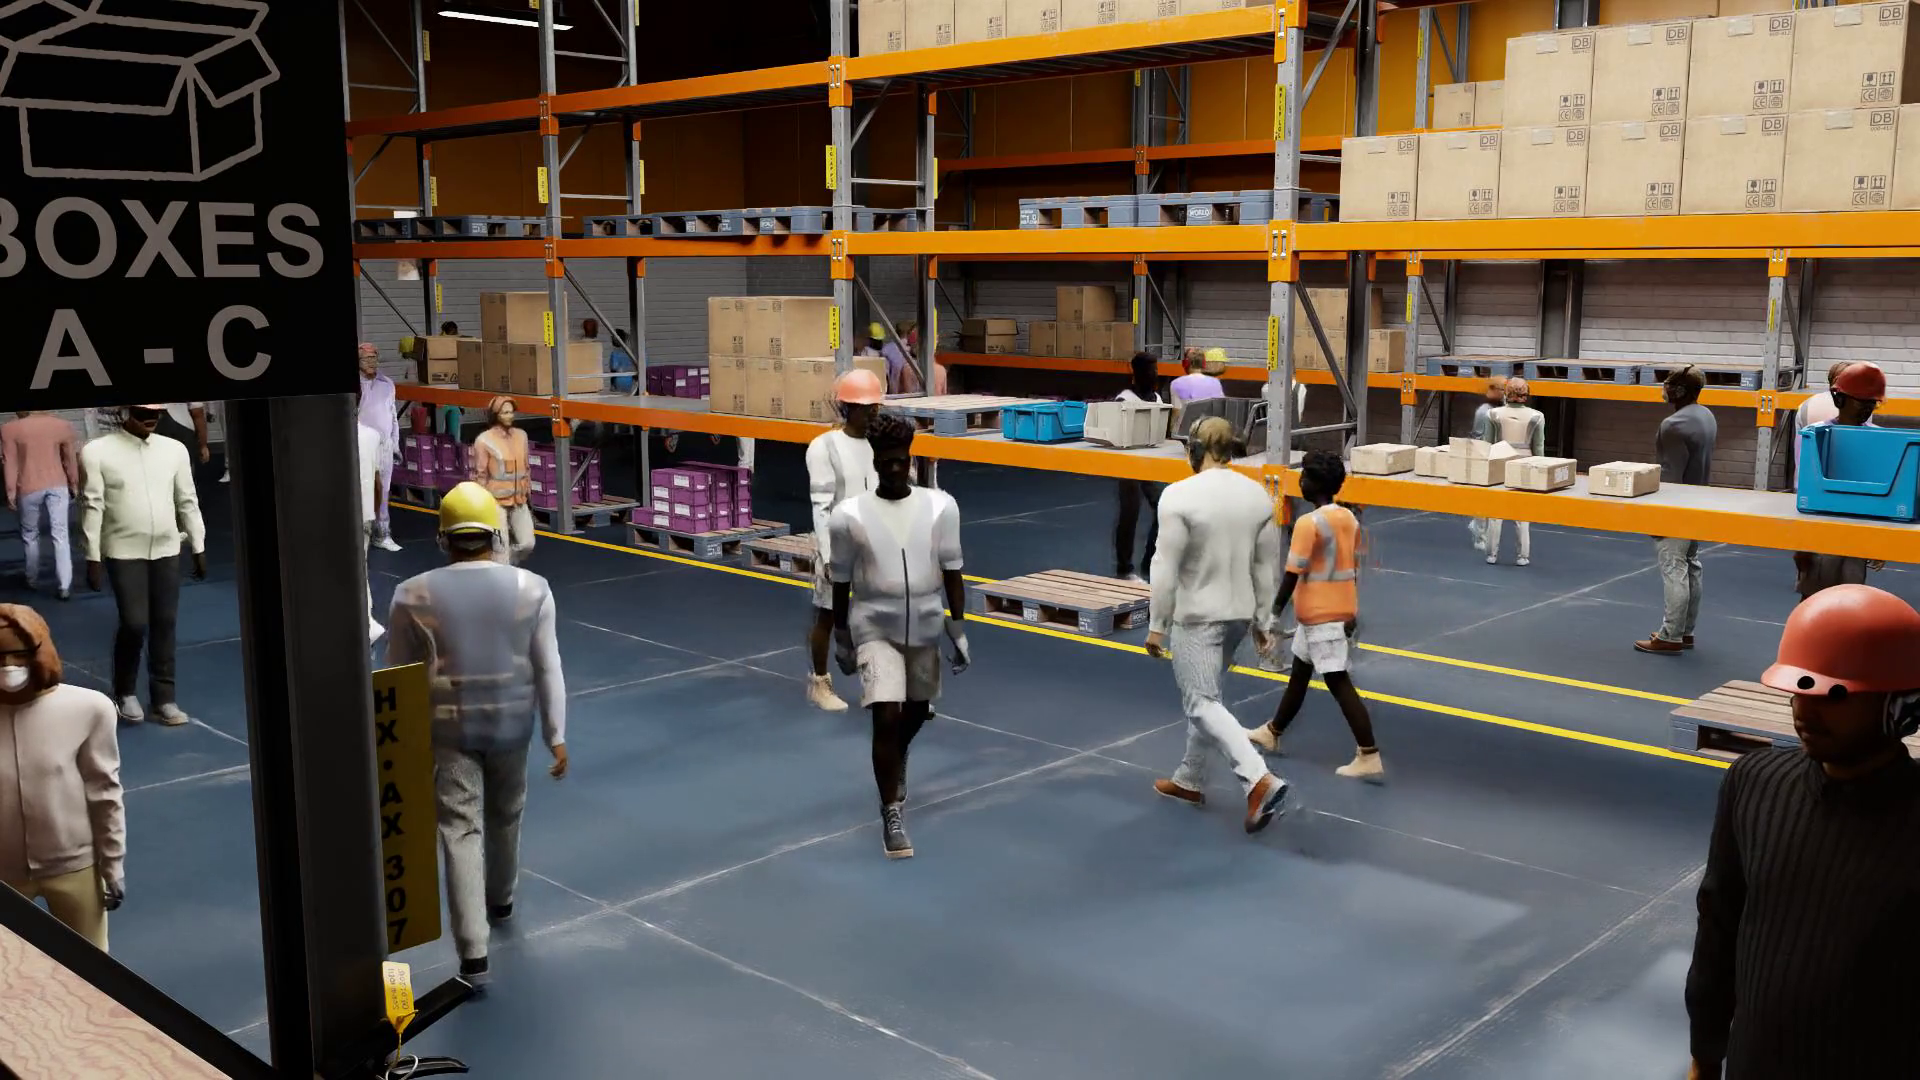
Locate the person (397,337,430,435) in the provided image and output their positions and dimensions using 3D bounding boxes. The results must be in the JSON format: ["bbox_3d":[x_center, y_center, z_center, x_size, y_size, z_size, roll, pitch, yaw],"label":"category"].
[{"bbox_3d":[-6.655,-1.624,20.393,0.374,1.734,0.552,0,9,3],"label":"person"}]

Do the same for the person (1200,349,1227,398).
[{"bbox_3d":[2.701,-1.151,17.645,0.544,1.724,0.511,1,9,5],"label":"person"}]

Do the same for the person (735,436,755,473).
[{"bbox_3d":[-2.741,-1.720,20.664,0.429,1.841,0.633,1,9,8],"label":"person"}]

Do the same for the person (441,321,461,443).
[{"bbox_3d":[-6.885,-2.014,22.425,0.335,1.862,0.524,7,12,38],"label":"person"}]

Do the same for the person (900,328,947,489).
[{"bbox_3d":[-0.366,-1.115,16.536,0.480,1.976,0.645,9,13,43],"label":"person"}]

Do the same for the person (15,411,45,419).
[{"bbox_3d":[-10.394,-1.437,18.628,0.350,1.942,0.545,-6,11,-31],"label":"person"}]

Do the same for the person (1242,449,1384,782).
[{"bbox_3d":[1.806,0.368,8.431,0.896,1.645,0.548,6,11,34],"label":"person"}]

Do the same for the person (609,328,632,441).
[{"bbox_3d":[-4.988,-2.296,24.677,0.504,1.679,0.549,1,9,7],"label":"person"}]

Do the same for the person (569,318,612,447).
[{"bbox_3d":[-5.311,-2.222,23.677,0.587,1.863,0.691,7,11,36],"label":"person"}]

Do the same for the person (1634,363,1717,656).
[{"bbox_3d":[4.772,-0.201,11.058,0.372,1.940,0.630,8,12,42],"label":"person"}]

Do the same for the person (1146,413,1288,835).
[{"bbox_3d":[1.224,0.381,7.619,0.664,1.903,0.907,-6,11,-34],"label":"person"}]

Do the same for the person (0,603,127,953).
[{"bbox_3d":[-2.676,0.975,4.815,0.495,1.626,0.285,-5,10,-26],"label":"person"}]

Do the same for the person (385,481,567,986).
[{"bbox_3d":[-1.788,0.679,6.143,0.629,1.788,0.935,-3,10,-20],"label":"person"}]

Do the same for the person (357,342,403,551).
[{"bbox_3d":[-5.300,-0.818,14.934,0.406,1.911,0.639,8,12,40],"label":"person"}]

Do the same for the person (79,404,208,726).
[{"bbox_3d":[-4.529,0.066,9.269,0.420,1.981,0.650,7,11,35],"label":"person"}]

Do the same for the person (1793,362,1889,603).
[{"bbox_3d":[5.085,-0.009,9.592,0.605,2.034,0.392,-3,10,-17],"label":"person"}]

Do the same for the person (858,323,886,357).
[{"bbox_3d":[-1.160,-1.958,22.107,0.606,1.862,0.838,-8,12,-42],"label":"person"}]

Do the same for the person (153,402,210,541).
[{"bbox_3d":[-7.263,-0.929,15.207,0.685,2.000,1.004,0,9,-1],"label":"person"}]

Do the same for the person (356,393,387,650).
[{"bbox_3d":[-3.962,-0.119,10.800,0.429,1.856,0.560,4,10,25],"label":"person"}]

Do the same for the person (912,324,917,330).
[{"bbox_3d":[-0.618,-2.033,22.715,0.530,1.808,1.020,-9,13,-44],"label":"person"}]

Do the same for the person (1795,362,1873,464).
[{"bbox_3d":[6.850,-0.473,13.021,0.429,1.841,0.634,-4,10,-25],"label":"person"}]

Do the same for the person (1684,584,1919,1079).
[{"bbox_3d":[1.635,1.061,3.144,0.397,1.992,0.621,-5,11,-29],"label":"person"}]

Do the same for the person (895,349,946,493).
[{"bbox_3d":[-0.494,-1.379,18.586,0.814,1.842,0.674,2,9,11],"label":"person"}]

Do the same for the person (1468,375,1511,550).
[{"bbox_3d":[4.824,-0.700,15.098,0.549,1.612,0.375,-7,11,-36],"label":"person"}]

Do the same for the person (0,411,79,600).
[{"bbox_3d":[-7.159,-0.403,12.964,0.549,1.711,0.921,-8,12,-41],"label":"person"}]

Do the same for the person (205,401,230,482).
[{"bbox_3d":[-8.564,-1.575,19.752,0.745,1.850,0.930,-4,10,-22],"label":"person"}]

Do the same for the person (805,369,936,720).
[{"bbox_3d":[-0.545,0.053,9.321,0.626,1.991,1.024,-7,12,-38],"label":"person"}]

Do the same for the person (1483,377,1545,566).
[{"bbox_3d":[4.766,-0.585,14.360,0.508,1.629,0.314,3,10,18],"label":"person"}]

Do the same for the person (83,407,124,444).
[{"bbox_3d":[-8.411,-1.066,16.622,0.611,1.851,0.776,-3,10,-17],"label":"person"}]

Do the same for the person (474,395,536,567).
[{"bbox_3d":[-3.425,-0.274,12.433,0.418,1.630,0.534,6,11,31],"label":"person"}]

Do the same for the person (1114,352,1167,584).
[{"bbox_3d":[1.484,-0.550,13.326,0.596,1.899,0.600,-9,13,-44],"label":"person"}]

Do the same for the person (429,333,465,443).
[{"bbox_3d":[-6.345,-1.662,20.541,0.310,1.768,0.533,6,11,33],"label":"person"}]

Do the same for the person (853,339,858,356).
[{"bbox_3d":[-1.287,-1.291,18.099,0.764,1.814,0.663,3,10,18],"label":"person"}]

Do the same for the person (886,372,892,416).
[{"bbox_3d":[-0.808,-0.821,15.849,0.327,1.615,0.502,7,12,36],"label":"person"}]

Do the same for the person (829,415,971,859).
[{"bbox_3d":[-0.296,0.378,7.556,0.607,1.930,0.951,-3,10,-17],"label":"person"}]

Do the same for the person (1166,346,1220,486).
[{"bbox_3d":[2.175,-0.932,15.888,0.611,1.817,0.692,-5,10,-27],"label":"person"}]

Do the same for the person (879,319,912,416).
[{"bbox_3d":[-0.742,-1.961,21.974,0.638,1.911,0.921,0,9,-3],"label":"person"}]

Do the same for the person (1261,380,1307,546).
[{"bbox_3d":[2.956,-0.878,15.601,0.534,1.804,0.878,-4,10,-23],"label":"person"}]
